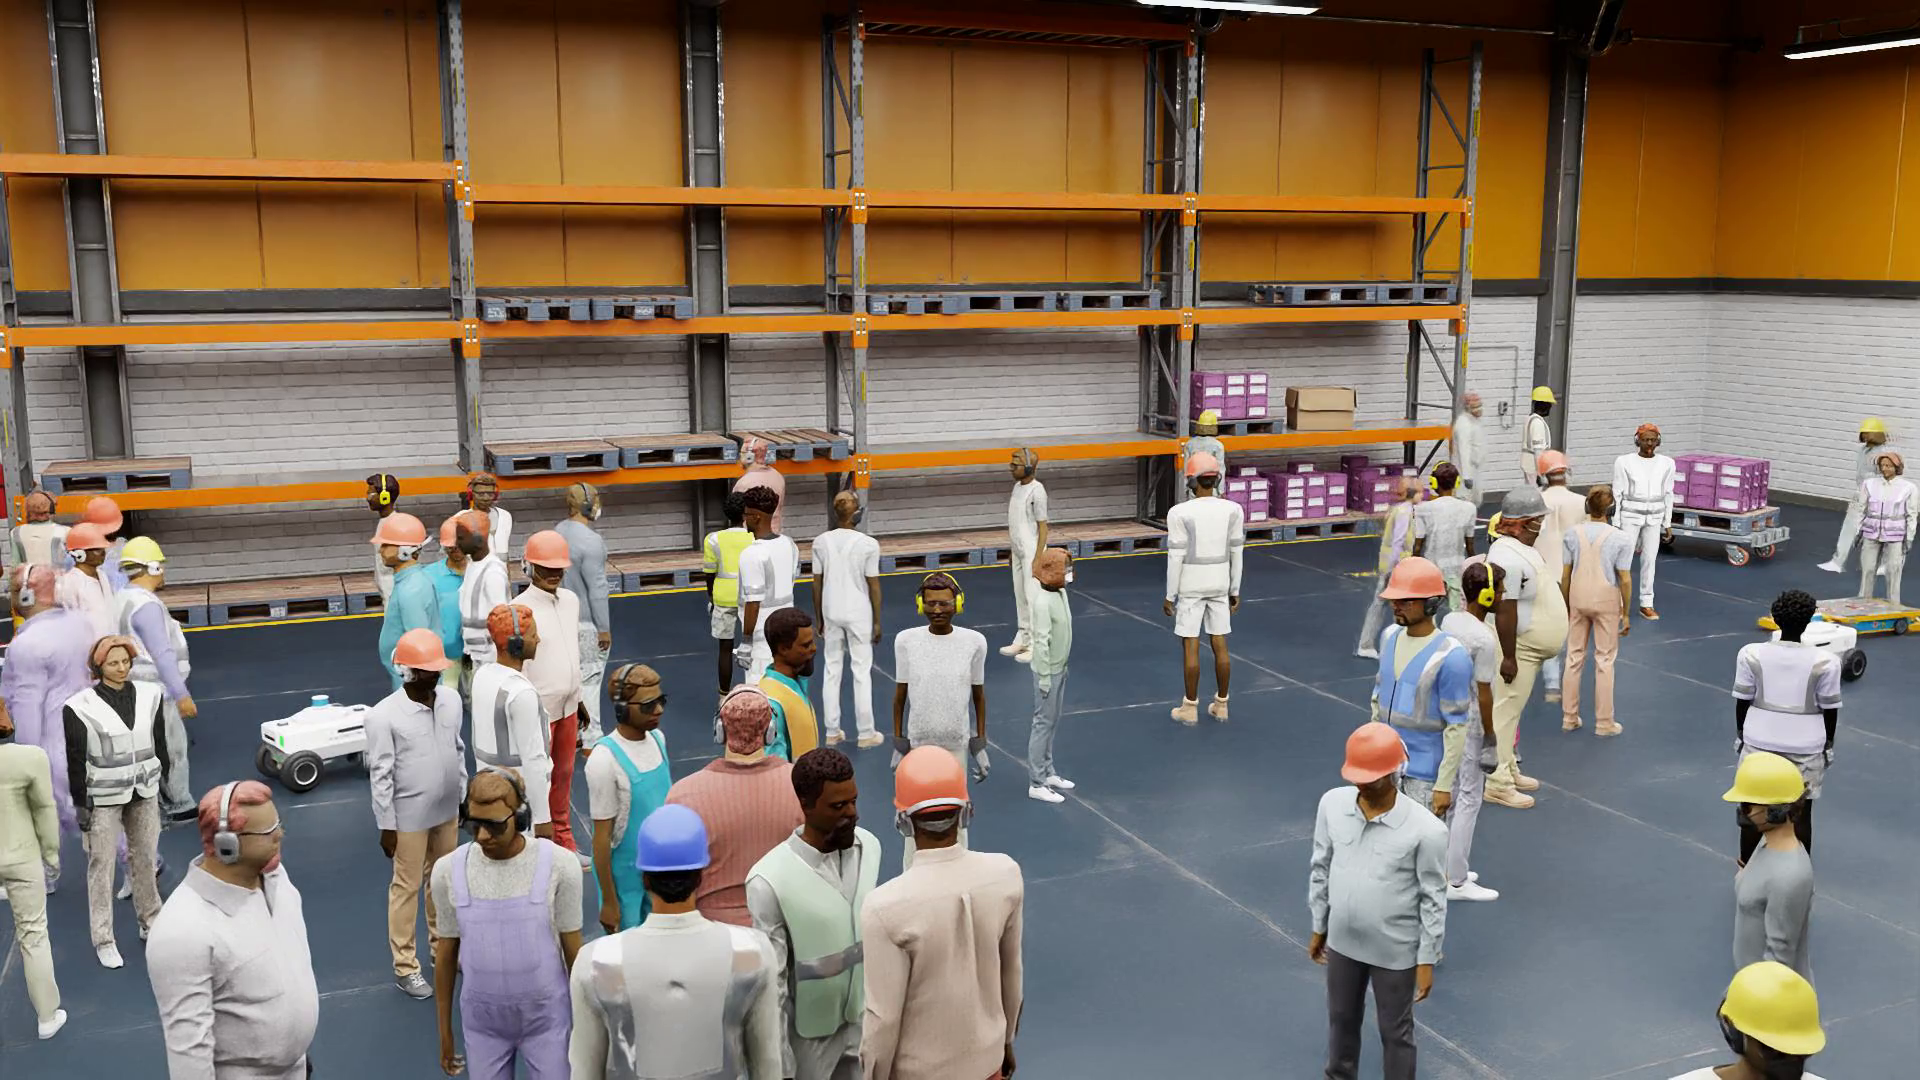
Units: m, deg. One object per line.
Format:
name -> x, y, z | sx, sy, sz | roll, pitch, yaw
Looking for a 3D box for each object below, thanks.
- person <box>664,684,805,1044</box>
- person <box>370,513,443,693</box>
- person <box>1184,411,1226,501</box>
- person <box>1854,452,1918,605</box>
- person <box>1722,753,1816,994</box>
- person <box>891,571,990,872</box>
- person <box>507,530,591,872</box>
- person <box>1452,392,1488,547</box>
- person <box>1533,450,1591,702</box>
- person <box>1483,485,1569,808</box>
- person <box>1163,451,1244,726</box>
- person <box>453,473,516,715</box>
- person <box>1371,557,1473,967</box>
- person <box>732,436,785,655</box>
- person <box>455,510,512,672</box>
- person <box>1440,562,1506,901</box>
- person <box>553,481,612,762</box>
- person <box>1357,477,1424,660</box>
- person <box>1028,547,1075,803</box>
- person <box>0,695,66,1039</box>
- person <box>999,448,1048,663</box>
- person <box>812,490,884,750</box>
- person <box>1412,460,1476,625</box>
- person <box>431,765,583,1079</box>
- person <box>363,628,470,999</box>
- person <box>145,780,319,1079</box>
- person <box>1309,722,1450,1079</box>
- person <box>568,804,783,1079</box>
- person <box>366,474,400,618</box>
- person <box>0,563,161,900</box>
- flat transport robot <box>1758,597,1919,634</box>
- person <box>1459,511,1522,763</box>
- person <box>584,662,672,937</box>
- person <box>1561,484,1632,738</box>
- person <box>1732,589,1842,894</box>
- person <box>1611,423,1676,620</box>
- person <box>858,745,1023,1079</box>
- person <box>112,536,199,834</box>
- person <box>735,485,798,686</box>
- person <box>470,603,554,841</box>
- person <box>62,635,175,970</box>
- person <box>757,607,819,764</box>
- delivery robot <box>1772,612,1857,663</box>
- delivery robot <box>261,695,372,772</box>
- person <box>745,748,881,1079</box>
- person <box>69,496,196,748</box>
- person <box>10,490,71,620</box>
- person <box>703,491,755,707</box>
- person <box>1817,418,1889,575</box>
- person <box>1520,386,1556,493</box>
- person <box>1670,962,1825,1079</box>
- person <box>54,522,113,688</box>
person -> -0.789, 1.479, 6.281 | 0.649, 1.907, 0.409 | -2, 10, -14
person -> -3.218, 0.827, 9.768 | 0.375, 1.996, 0.624 | -3, 10, -15
person -> 2.739, -0.574, 18.575 | 0.492, 1.742, 0.319 | 7, 12, 34
person -> 8.689, -0.012, 15.637 | 0.307, 1.639, 0.525 | -9, 13, -41
person -> 2.853, 1.615, 5.931 | 0.344, 1.758, 0.532 | 4, 10, 20
person -> -0.103, 1.081, 8.677 | 0.516, 1.873, 0.329 | 0, 10, -2
person -> -2.270, 0.928, 9.211 | 0.379, 1.991, 0.611 | 4, 11, 21
person -> 5.989, -0.824, 19.677 | 0.465, 1.868, 0.668 | 5, 11, 28
person -> 4.736, 0.263, 13.215 | 0.630, 1.930, 1.001 | 2, 10, 13
person -> 3.589, 0.661, 10.605 | 0.539, 2.000, 0.688 | 4, 11, 24
person -> 1.790, 0.356, 12.353 | 0.615, 2.041, 0.390 | -3, 10, -17
person -> -3.641, 0.398, 12.694 | 0.393, 1.842, 0.564 | 6, 12, 32
person -> 2.197, 1.089, 8.132 | 0.378, 2.044, 0.607 | -5, 11, -25
person -> -1.787, 0.050, 14.493 | 0.410, 1.912, 0.651 | 4, 11, 24
person -> -3.009, 0.730, 10.691 | 0.378, 1.875, 0.597 | -5, 11, -26
person -> 2.759, 1.032, 9.009 | 0.341, 1.857, 0.521 | -2, 10, -10
person -> -2.593, 0.558, 11.492 | 0.361, 1.937, 0.635 | -8, 13, -40
person -> 3.812, 0.261, 14.162 | 0.834, 1.593, 0.528 | 2, 10, 9
person -> 0.594, 0.850, 10.689 | 0.264, 1.632, 0.508 | 3, 10, 17
person -> -4.237, 1.434, 7.324 | 0.497, 1.632, 0.289 | -5, 11, -28
person -> 0.563, 0.124, 14.259 | 0.331, 1.844, 0.520 | -4, 11, -24
person -> -0.793, 0.565, 11.723 | 0.505, 1.845, 0.346 | 3, 10, 18
person -> 3.832, 0.300, 13.221 | 0.521, 1.860, 0.319 | 1, 10, 4
person -> -1.506, 1.633, 5.608 | 0.519, 1.836, 0.346 | 0, 10, -2
person -> -2.535, 1.274, 7.904 | 0.334, 1.749, 0.571 | 5, 11, 27
person -> -2.194, 1.672, 5.172 | 0.403, 1.905, 0.651 | 1, 10, 4
person -> 1.575, 1.538, 6.398 | 0.564, 1.744, 0.350 | 9, 14, 43
person -> -0.817, 1.718, 4.834 | 0.618, 1.934, 0.421 | -3, 10, -15
person -> -4.258, 0.430, 12.426 | 0.317, 1.870, 0.531 | -4, 11, -24
person -> -4.818, 1.040, 8.911 | 0.892, 1.879, 0.651 | -2, 10, -9
flat transport robot -> 8.193, 0.718, 15.372 | 1.431, 0.197, 0.652 | -4, 10, -20
person -> 3.686, 0.665, 11.406 | 0.523, 1.759, 0.351 | 3, 10, 15
person -> -1.342, 1.405, 6.882 | 0.345, 1.845, 0.505 | 3, 10, 18
person -> 4.595, 0.512, 12.030 | 0.508, 1.846, 0.345 | 8, 13, 40
person -> 4.472, 1.106, 9.032 | 0.535, 1.697, 0.318 | 6, 11, 31
person -> 6.499, -0.172, 15.861 | 0.576, 1.883, 0.354 | 1, 10, 4
person -> -0.070, 1.619, 5.222 | 0.621, 1.990, 0.391 | -8, 13, -38
person -> -4.845, 0.886, 10.009 | 0.567, 1.802, 0.672 | -7, 12, -34
person -> -1.306, 0.608, 11.127 | 0.364, 1.965, 0.609 | 4, 11, 21
person -> -2.079, 1.223, 7.816 | 0.344, 1.882, 0.584 | -8, 13, -39
person -> -4.152, 1.272, 8.239 | 0.308, 1.641, 0.511 | 6, 12, 32
person -> -0.803, 1.246, 7.585 | 0.391, 1.920, 0.588 | 0, 10, -1
delivery robot -> 6.984, 0.835, 13.607 | 0.707, 0.478, 0.477 | -5, 11, -28
delivery robot -> -4.245, 1.276, 11.068 | 0.707, 0.478, 0.477 | -9, 14, -44
person -> -0.458, 1.608, 5.494 | 0.392, 1.922, 0.593 | 6, 12, 32
person -> -5.918, 0.587, 11.600 | 1.021, 1.852, 0.658 | 0, 10, -1
person -> -7.173, 0.426, 13.102 | 0.522, 1.643, 0.309 | 0, 10, -3
person -> -1.682, 0.471, 12.690 | 0.538, 1.696, 0.317 | 0, 10, -2
person -> 9.768, -0.459, 17.989 | 0.849, 1.704, 0.507 | -2, 10, -9
person -> 6.808, -0.852, 19.643 | 0.361, 1.929, 0.587 | 2, 10, 9
person -> 1.994, 1.906, 4.222 | 0.534, 1.767, 0.317 | 0, 10, 1
person -> -5.661, 0.755, 10.878 | 0.326, 1.755, 0.561 | -1, 10, -4
